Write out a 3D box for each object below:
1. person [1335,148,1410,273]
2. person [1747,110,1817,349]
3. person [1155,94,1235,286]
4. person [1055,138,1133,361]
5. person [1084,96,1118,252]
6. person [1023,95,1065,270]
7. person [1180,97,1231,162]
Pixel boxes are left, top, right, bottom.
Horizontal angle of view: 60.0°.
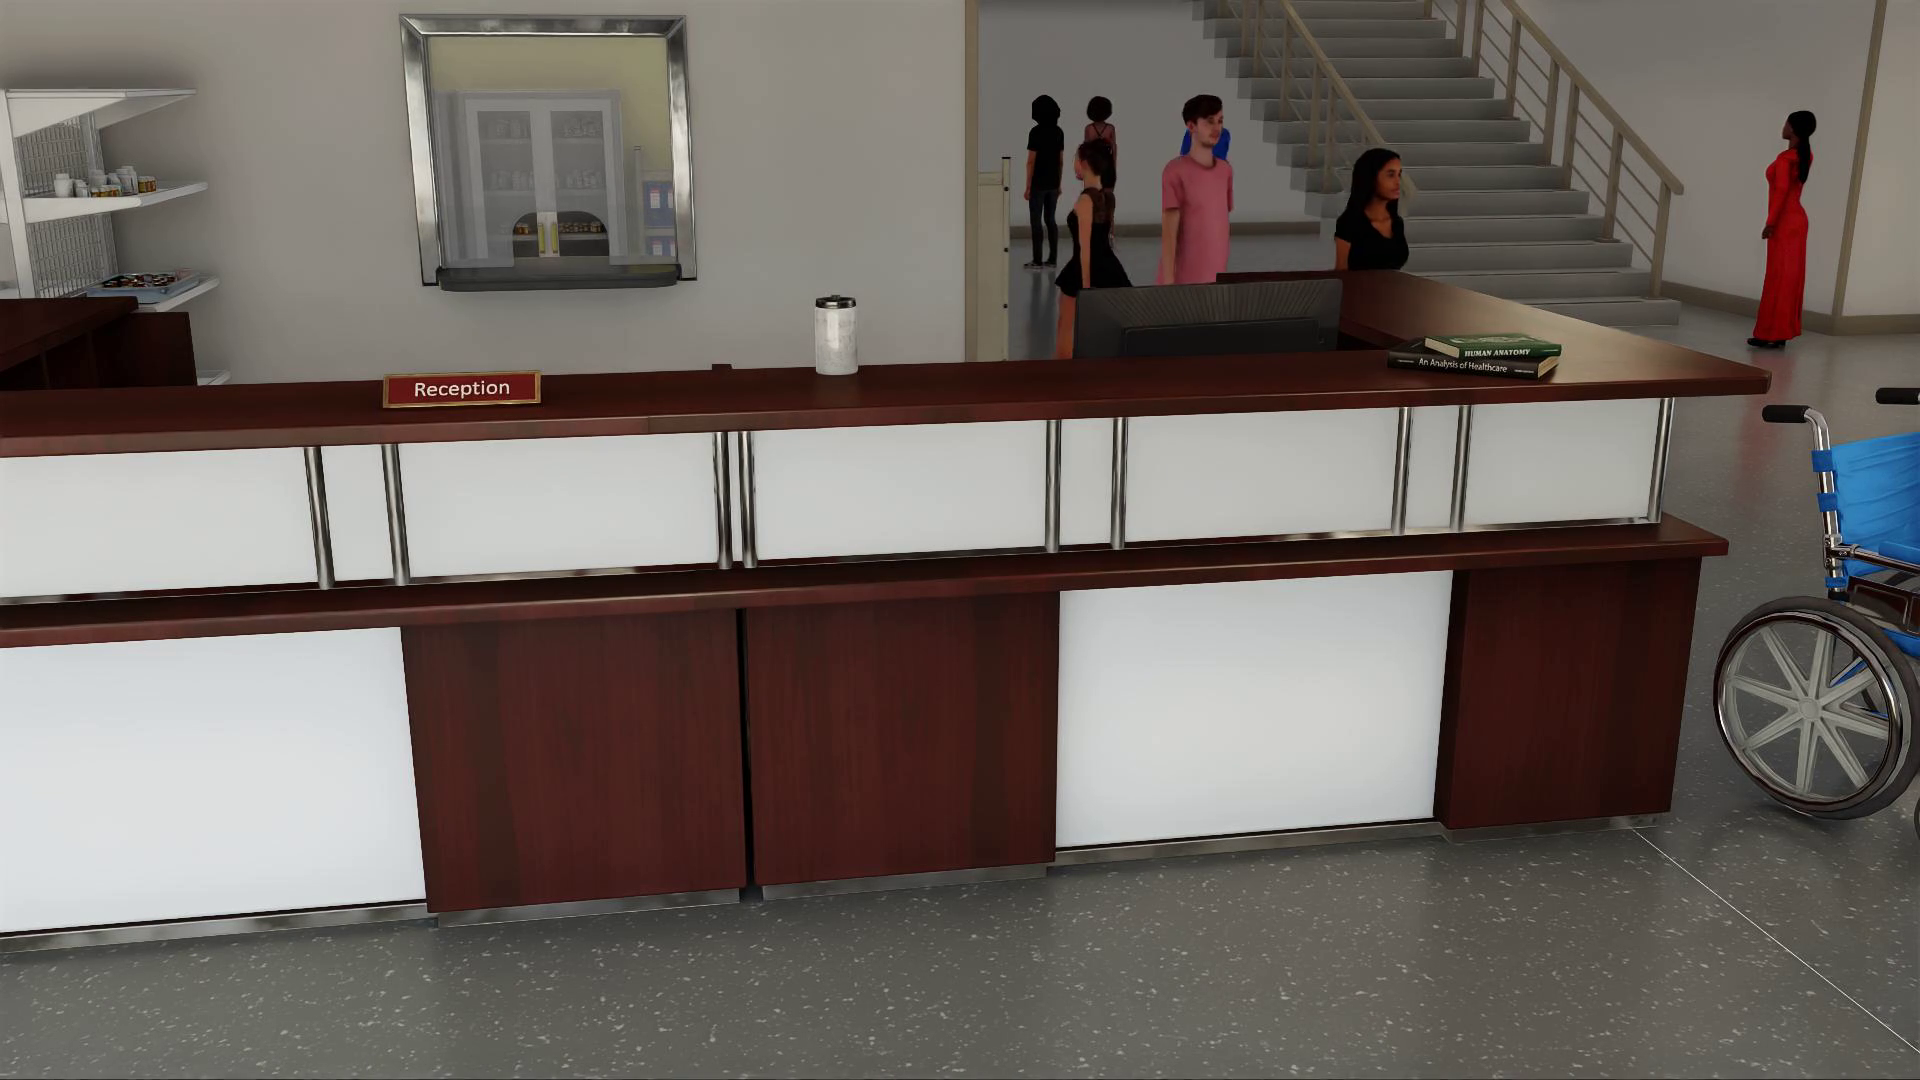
[{"bbox_3d":[1.822,-0.951,7.826,0.823,1.714,1.093,-10,19,-32],"label":"person"},{"bbox_3d":[6.340,-2.379,12.762,0.720,1.784,0.755,-15,22,-42],"label":"person"},{"bbox_3d":[1.151,-1.312,8.732,0.989,1.918,1.321,-10,18,-31],"label":"person"},{"bbox_3d":[0.905,-1.603,10.284,1.128,1.635,1.064,12,19,36],"label":"person"},{"bbox_3d":[1.654,-4.327,19.669,0.645,1.787,0.665,3,16,10],"label":"person"},{"bbox_3d":[0.910,-3.848,17.872,0.708,1.827,0.694,-12,20,-36],"label":"person"},{"bbox_3d":[2.305,-3.288,15.909,0.752,1.827,1.194,0,16,2],"label":"person"}]
